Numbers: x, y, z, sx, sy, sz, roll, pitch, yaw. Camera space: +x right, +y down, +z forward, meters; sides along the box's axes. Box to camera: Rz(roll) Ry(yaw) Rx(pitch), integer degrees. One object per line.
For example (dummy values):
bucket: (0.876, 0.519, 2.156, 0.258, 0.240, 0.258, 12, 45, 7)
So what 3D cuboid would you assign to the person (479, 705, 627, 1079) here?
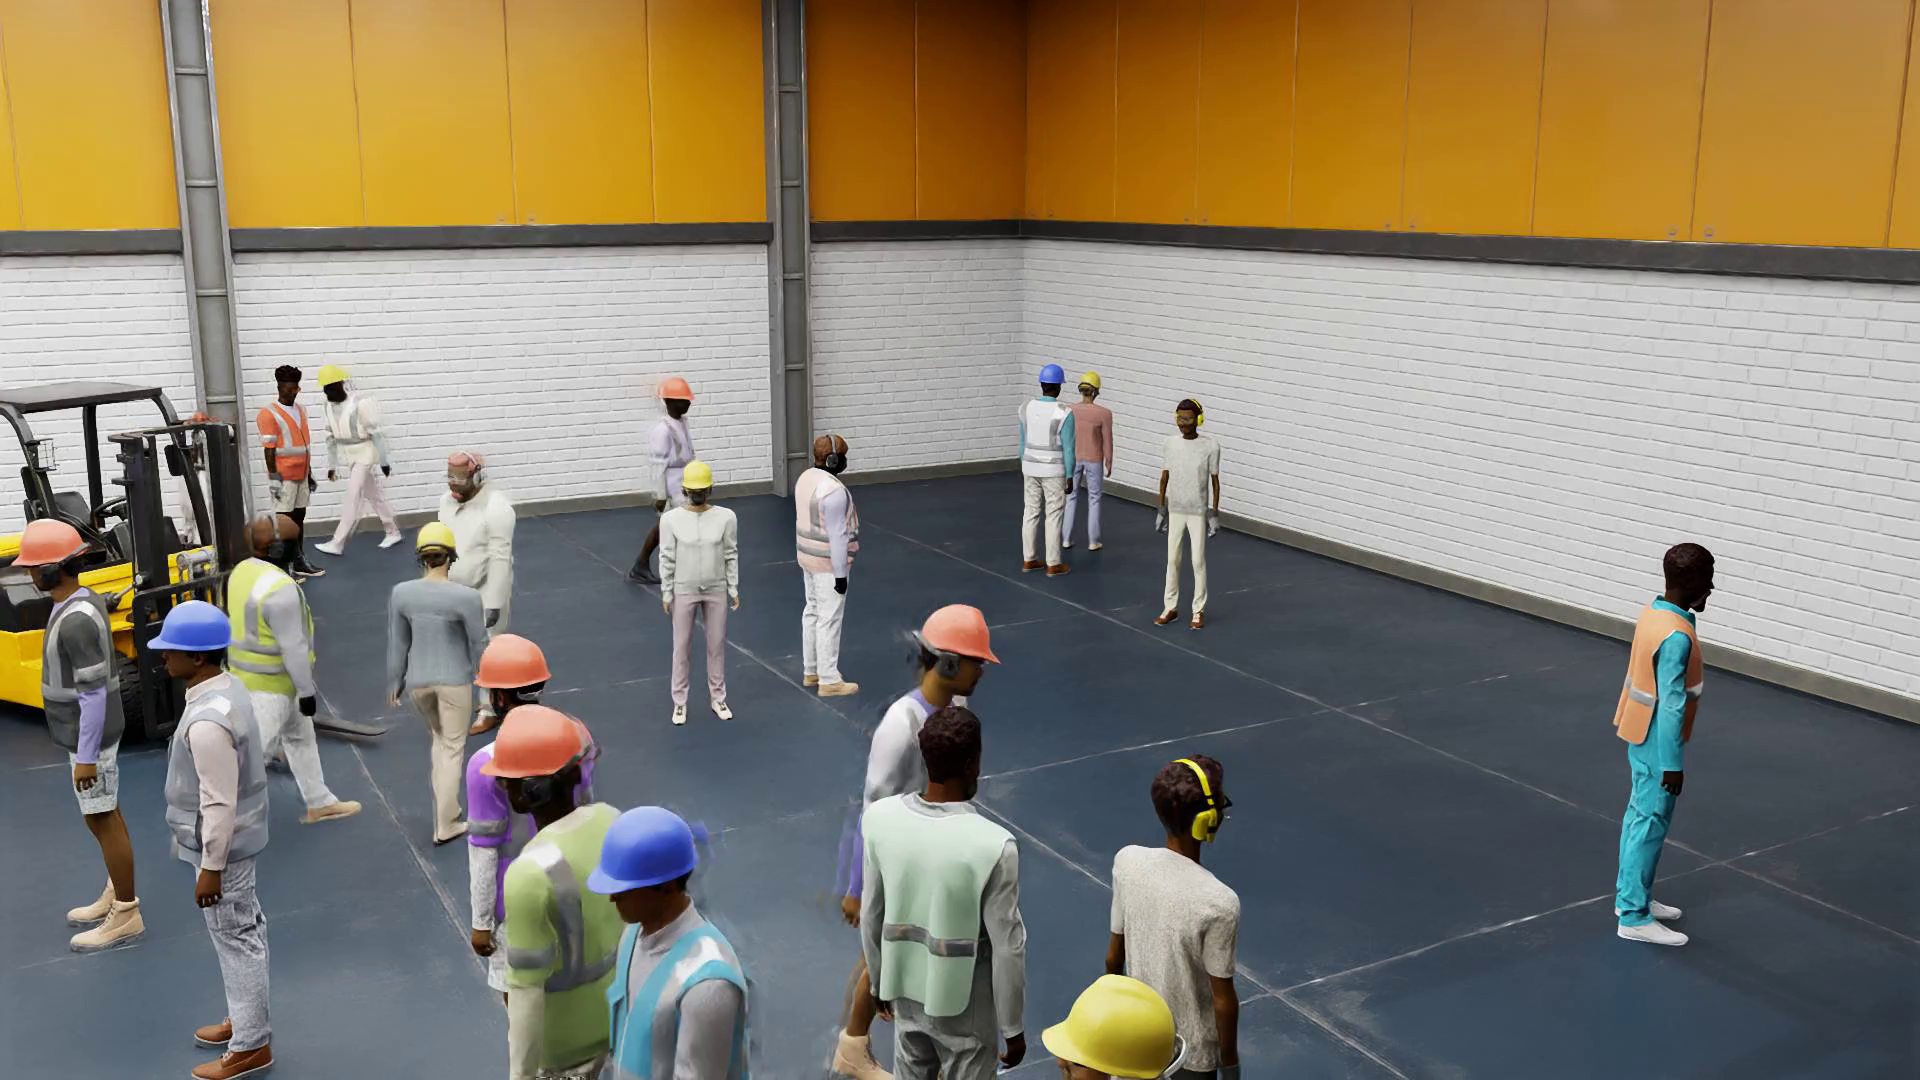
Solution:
person: (-1.119, 1.481, 5.090, 0.821, 2.017, 0.609, 4, 13, 17)

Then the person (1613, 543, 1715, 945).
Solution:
person: (3.293, 0.946, 7.841, 0.397, 1.911, 0.587, 3, 12, 14)

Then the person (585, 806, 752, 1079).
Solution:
person: (-0.872, 1.652, 4.522, 0.871, 1.910, 0.616, -8, 14, -32)

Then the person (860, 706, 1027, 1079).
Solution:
person: (-0.055, 1.470, 5.363, 0.598, 1.915, 0.375, 8, 15, 34)

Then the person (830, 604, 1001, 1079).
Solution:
person: (-0.160, 1.220, 6.339, 0.818, 1.989, 0.624, 3, 13, 16)

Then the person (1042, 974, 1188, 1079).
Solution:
person: (0.335, 1.843, 3.805, 0.404, 1.837, 0.589, 2, 12, 11)

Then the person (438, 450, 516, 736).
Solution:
person: (-3.114, 0.332, 10.790, 0.665, 1.882, 0.502, 7, 14, 28)

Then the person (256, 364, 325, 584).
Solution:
person: (-6.015, -0.598, 14.958, 0.377, 1.958, 0.600, 3, 12, 12)

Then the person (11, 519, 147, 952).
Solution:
person: (-4.097, 0.901, 7.736, 0.389, 2.039, 0.613, -6, 14, -27)

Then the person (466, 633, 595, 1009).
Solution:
person: (-1.601, 1.292, 6.176, 0.389, 1.930, 0.544, 8, 15, 34)

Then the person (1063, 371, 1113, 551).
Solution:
person: (1.241, -0.766, 16.240, 0.531, 1.754, 0.342, 4, 13, 19)

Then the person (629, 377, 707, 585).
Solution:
person: (-2.531, -0.500, 14.665, 0.986, 1.893, 0.555, 2, 12, 7)

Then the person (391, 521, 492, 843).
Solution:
person: (-2.787, 0.759, 9.087, 0.553, 1.734, 0.572, 2, 12, 11)

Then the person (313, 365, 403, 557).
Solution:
person: (-5.856, -0.775, 16.046, 0.594, 1.840, 1.015, 8, 14, 33)

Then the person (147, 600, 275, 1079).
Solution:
person: (-2.943, 1.185, 6.618, 0.380, 1.951, 0.605, -4, 13, -20)

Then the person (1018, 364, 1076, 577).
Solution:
person: (0.806, -0.635, 15.196, 0.600, 1.940, 0.419, 9, 15, 35)

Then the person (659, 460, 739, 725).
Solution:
person: (-1.711, 0.345, 10.995, 0.527, 1.768, 0.331, -4, 13, -18)

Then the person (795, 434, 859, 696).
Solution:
person: (-0.924, 0.171, 11.660, 0.430, 1.836, 0.629, -6, 13, -25)

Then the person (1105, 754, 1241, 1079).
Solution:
person: (0.663, 1.554, 5.081, 0.335, 1.873, 0.520, -10, 15, -38)

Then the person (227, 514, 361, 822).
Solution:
person: (-3.786, 0.760, 8.983, 0.925, 1.804, 0.633, -10, 15, -38)

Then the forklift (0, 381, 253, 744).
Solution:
forklift: (-5.853, 0.085, 11.199, 2.313, 2.155, 1.214, 7, 14, 28)

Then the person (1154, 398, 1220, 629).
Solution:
person: (1.830, -0.213, 13.365, 0.535, 1.868, 0.309, 6, 13, 25)
